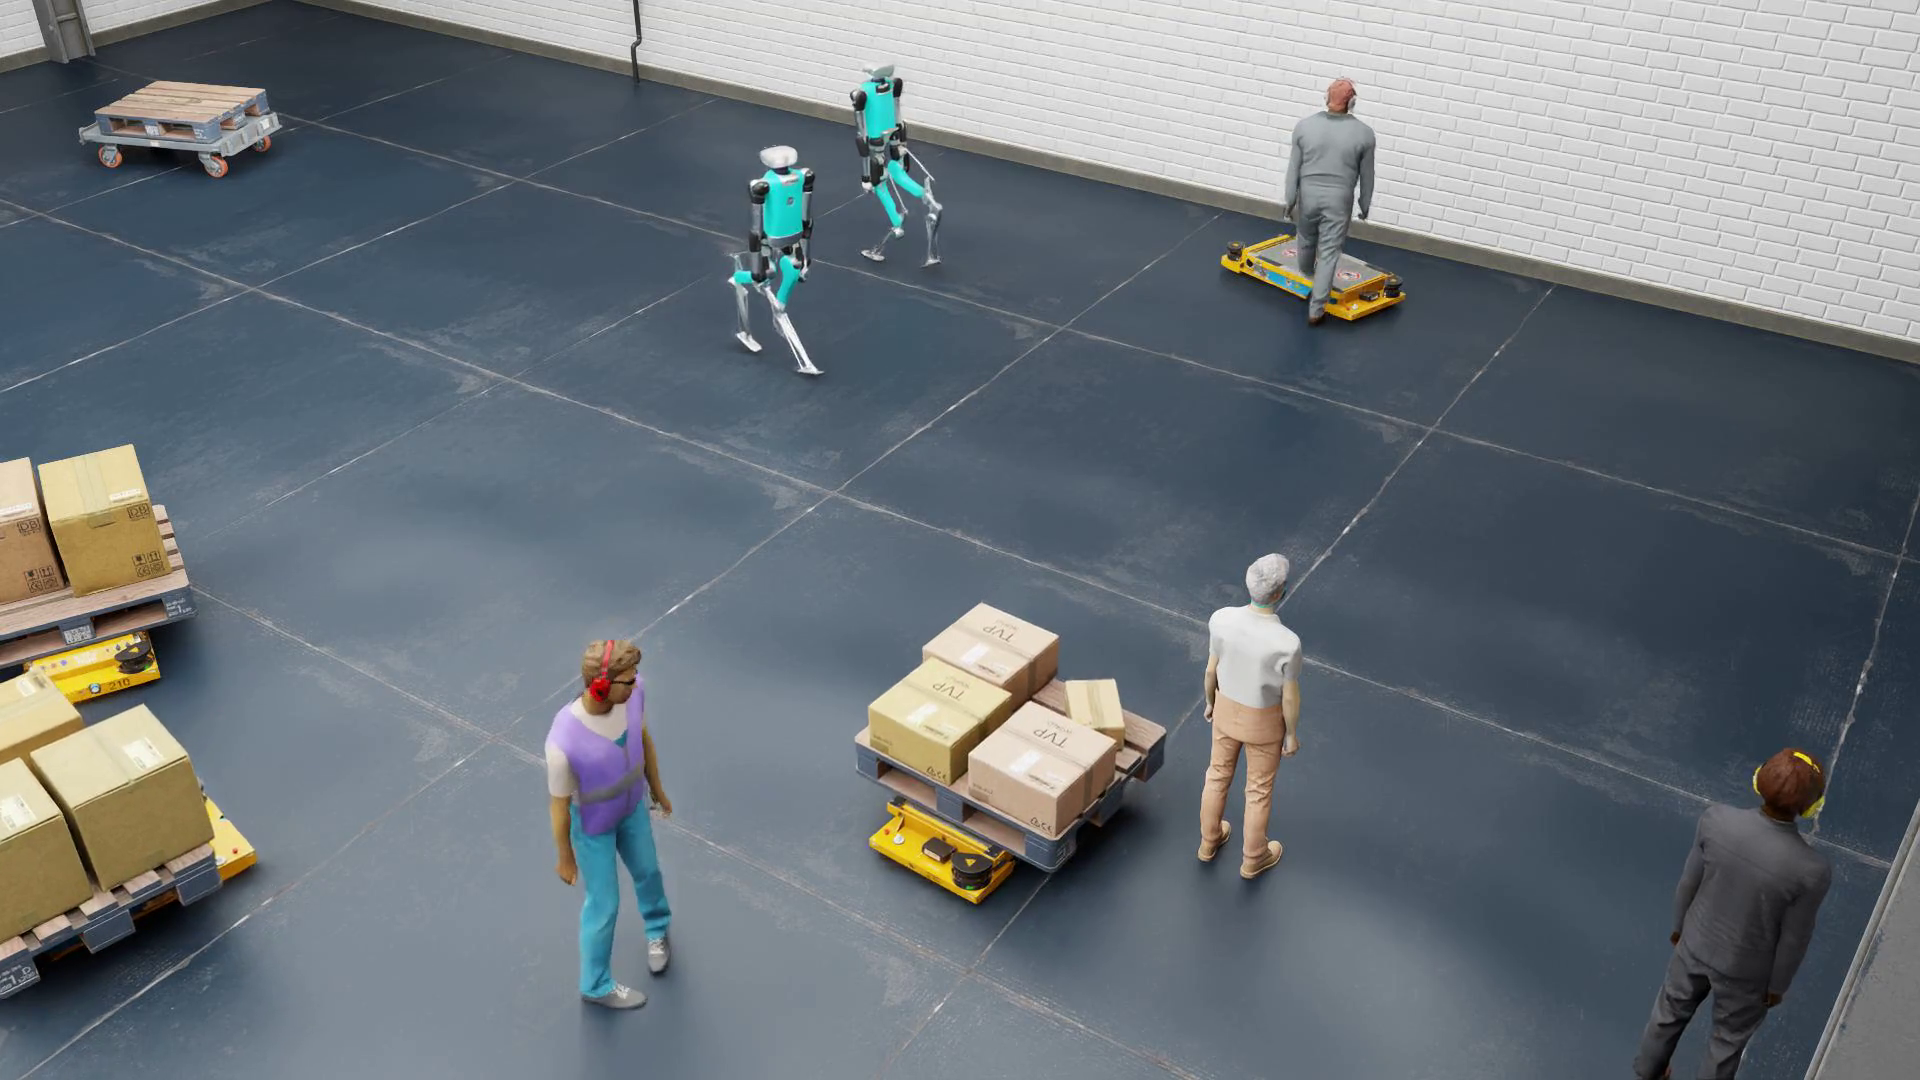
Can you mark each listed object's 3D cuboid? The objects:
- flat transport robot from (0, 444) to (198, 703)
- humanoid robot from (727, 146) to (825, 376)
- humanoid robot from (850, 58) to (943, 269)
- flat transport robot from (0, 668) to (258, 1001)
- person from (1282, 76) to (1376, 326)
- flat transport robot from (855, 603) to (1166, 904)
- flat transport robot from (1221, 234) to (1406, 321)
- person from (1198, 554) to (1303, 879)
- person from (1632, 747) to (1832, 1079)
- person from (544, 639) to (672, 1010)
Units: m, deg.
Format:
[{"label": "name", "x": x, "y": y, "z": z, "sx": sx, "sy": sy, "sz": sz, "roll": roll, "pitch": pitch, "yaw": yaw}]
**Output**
[{"label": "flat transport robot", "x": -5.059, "y": 0.454, "z": 9.550, "sx": 0.659, "sy": 0.231, "sz": 1.431, "roll": -17, "pitch": 37, "yaw": -25}, {"label": "humanoid robot", "x": -1.428, "y": -2.067, "z": 12.183, "sx": 0.543, "sy": 1.781, "sz": 1.076, "roll": -26, "pitch": 41, "yaw": -34}, {"label": "humanoid robot", "x": -0.439, "y": -2.976, "z": 13.575, "sx": 1.014, "sy": 1.773, "sz": 0.533, "roll": 25, "pitch": 41, "yaw": 34}, {"label": "flat transport robot", "x": -4.111, "y": 1.625, "z": 7.728, "sx": 1.431, "sy": 0.231, "sz": 0.659, "roll": -28, "pitch": 42, "yaw": -36}, {"label": "person", "x": 2.875, "y": -2.672, "z": 12.949, "sx": 0.668, "sy": 1.860, "sz": 0.931, "roll": 11, "pitch": 34, "yaw": 16}, {"label": "flat transport robot", "x": 0.250, "y": 1.228, "z": 8.345, "sx": 0.659, "sy": 0.231, "sz": 1.431, "roll": 22, "pitch": 39, "yaw": 31}, {"label": "flat transport robot", "x": 2.891, "y": -2.190, "z": 13.664, "sx": 0.659, "sy": 0.231, "sz": 1.431, "roll": -23, "pitch": 39, "yaw": -31}, {"label": "person", "x": 1.336, "y": 0.809, "z": 7.629, "sx": 0.481, "sy": 1.747, "sz": 0.318, "roll": 21, "pitch": 38, "yaw": 29}, {"label": "person", "x": 2.933, "y": 1.564, "z": 6.349, "sx": 0.346, "sy": 1.868, "sz": 0.494, "roll": -25, "pitch": 40, "yaw": -33}, {"label": "person", "x": -1.498, "y": 1.167, "z": 7.017, "sx": 0.450, "sy": 1.813, "sz": 0.589, "roll": 16, "pitch": 36, "yaw": 23}]
